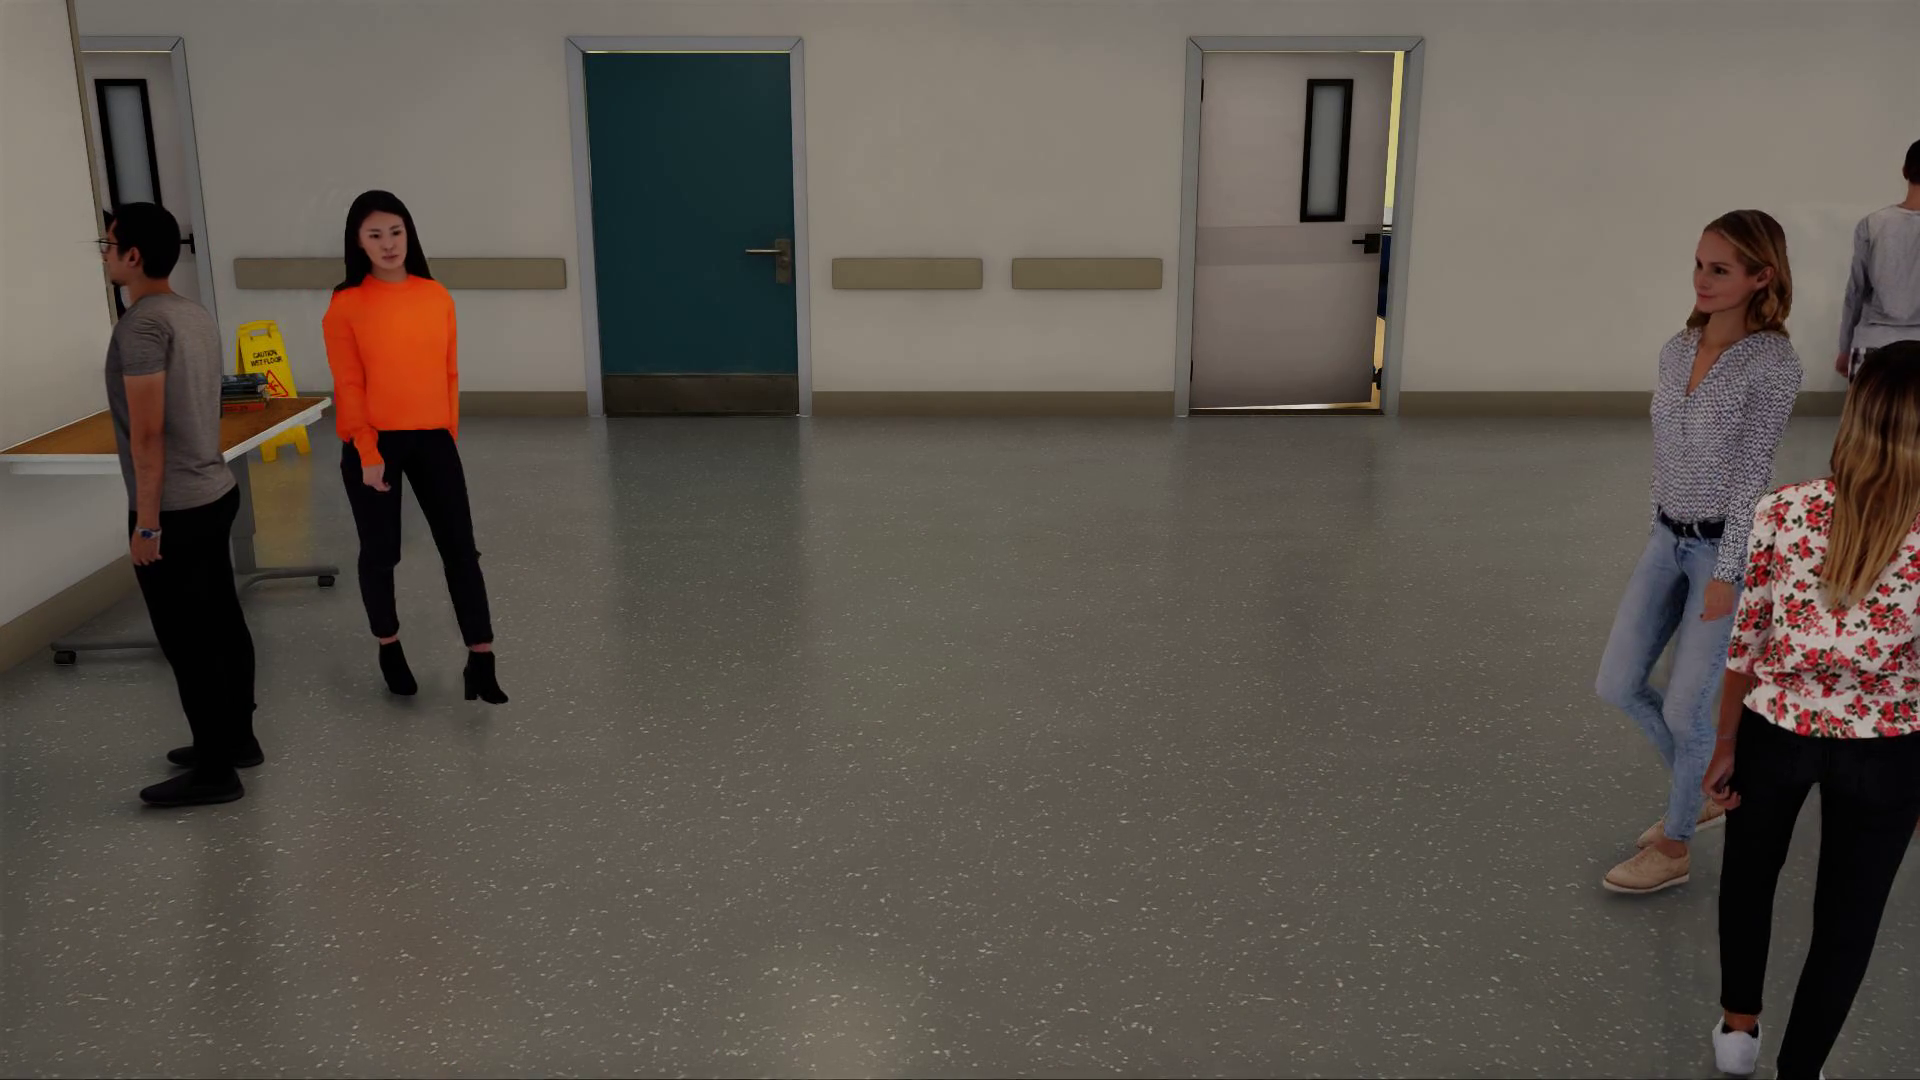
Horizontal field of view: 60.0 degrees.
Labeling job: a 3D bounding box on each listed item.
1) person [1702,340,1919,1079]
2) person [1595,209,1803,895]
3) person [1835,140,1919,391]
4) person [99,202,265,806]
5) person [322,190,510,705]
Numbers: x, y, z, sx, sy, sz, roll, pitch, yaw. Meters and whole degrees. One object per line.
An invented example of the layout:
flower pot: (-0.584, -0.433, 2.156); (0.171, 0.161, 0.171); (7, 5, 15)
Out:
person: (1.668, 0.436, 3.214); (0.704, 1.622, 0.775); (11, 19, 34)
person: (1.956, 0.073, 4.218); (0.744, 1.777, 0.693); (-5, 16, -16)
person: (3.988, -0.765, 7.089); (0.909, 1.831, 0.953); (12, 19, 35)
person: (-2.294, -0.109, 4.904); (0.577, 1.754, 0.637); (-2, 16, -6)
person: (-1.937, -0.292, 5.610); (0.955, 1.722, 0.991); (-13, 21, -39)
